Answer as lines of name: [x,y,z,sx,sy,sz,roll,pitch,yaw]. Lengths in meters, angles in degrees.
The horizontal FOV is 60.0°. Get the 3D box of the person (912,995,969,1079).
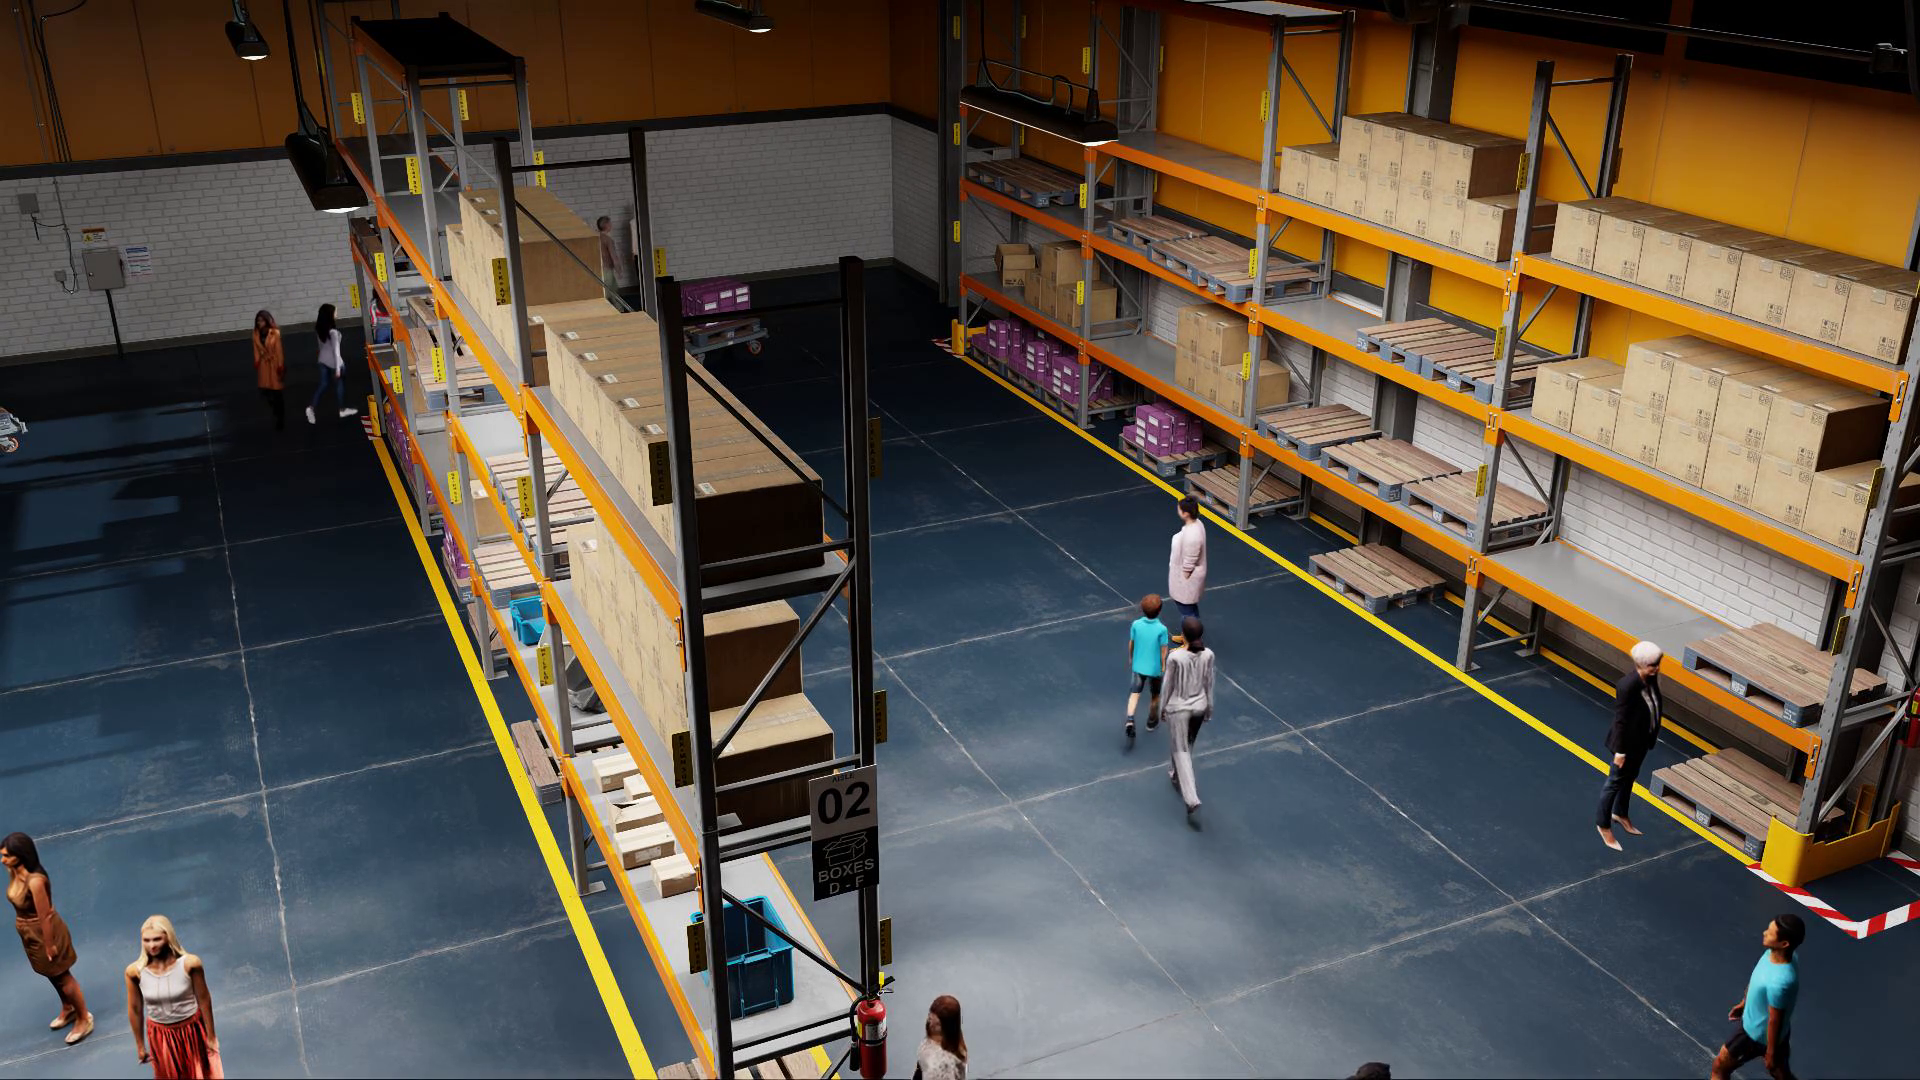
person: [-0.003,3.383,10.045,0.910,1.695,1.142,-2,24,-5]

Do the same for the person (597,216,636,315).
person: [-5.991,-4.444,27.767,0.923,1.843,1.068,-19,30,-36]

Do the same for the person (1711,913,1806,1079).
person: [5.206,3.146,10.543,1.262,1.730,1.082,12,27,26]

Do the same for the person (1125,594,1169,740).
person: [1.720,1.184,15.404,0.843,1.433,0.884,10,26,22]

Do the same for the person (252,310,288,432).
person: [-9.567,-2.389,23.228,0.806,1.712,0.849,2,24,4]

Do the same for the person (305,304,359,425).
person: [-8.915,-2.440,23.352,1.139,1.706,1.077,14,27,28]

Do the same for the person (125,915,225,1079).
person: [-4.927,3.127,10.497,0.657,1.802,0.622,-7,24,-15]

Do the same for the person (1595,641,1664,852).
person: [5.251,1.550,12.933,0.789,1.783,0.670,-18,29,-35]

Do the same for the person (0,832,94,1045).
person: [-6.352,2.743,11.524,0.584,1.683,0.695,17,29,35]

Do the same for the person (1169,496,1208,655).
person: [2.338,0.347,16.929,0.861,1.745,0.783,6,24,14]

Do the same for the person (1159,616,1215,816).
person: [1.974,1.513,14.262,0.769,1.744,1.107,-5,24,-11]
